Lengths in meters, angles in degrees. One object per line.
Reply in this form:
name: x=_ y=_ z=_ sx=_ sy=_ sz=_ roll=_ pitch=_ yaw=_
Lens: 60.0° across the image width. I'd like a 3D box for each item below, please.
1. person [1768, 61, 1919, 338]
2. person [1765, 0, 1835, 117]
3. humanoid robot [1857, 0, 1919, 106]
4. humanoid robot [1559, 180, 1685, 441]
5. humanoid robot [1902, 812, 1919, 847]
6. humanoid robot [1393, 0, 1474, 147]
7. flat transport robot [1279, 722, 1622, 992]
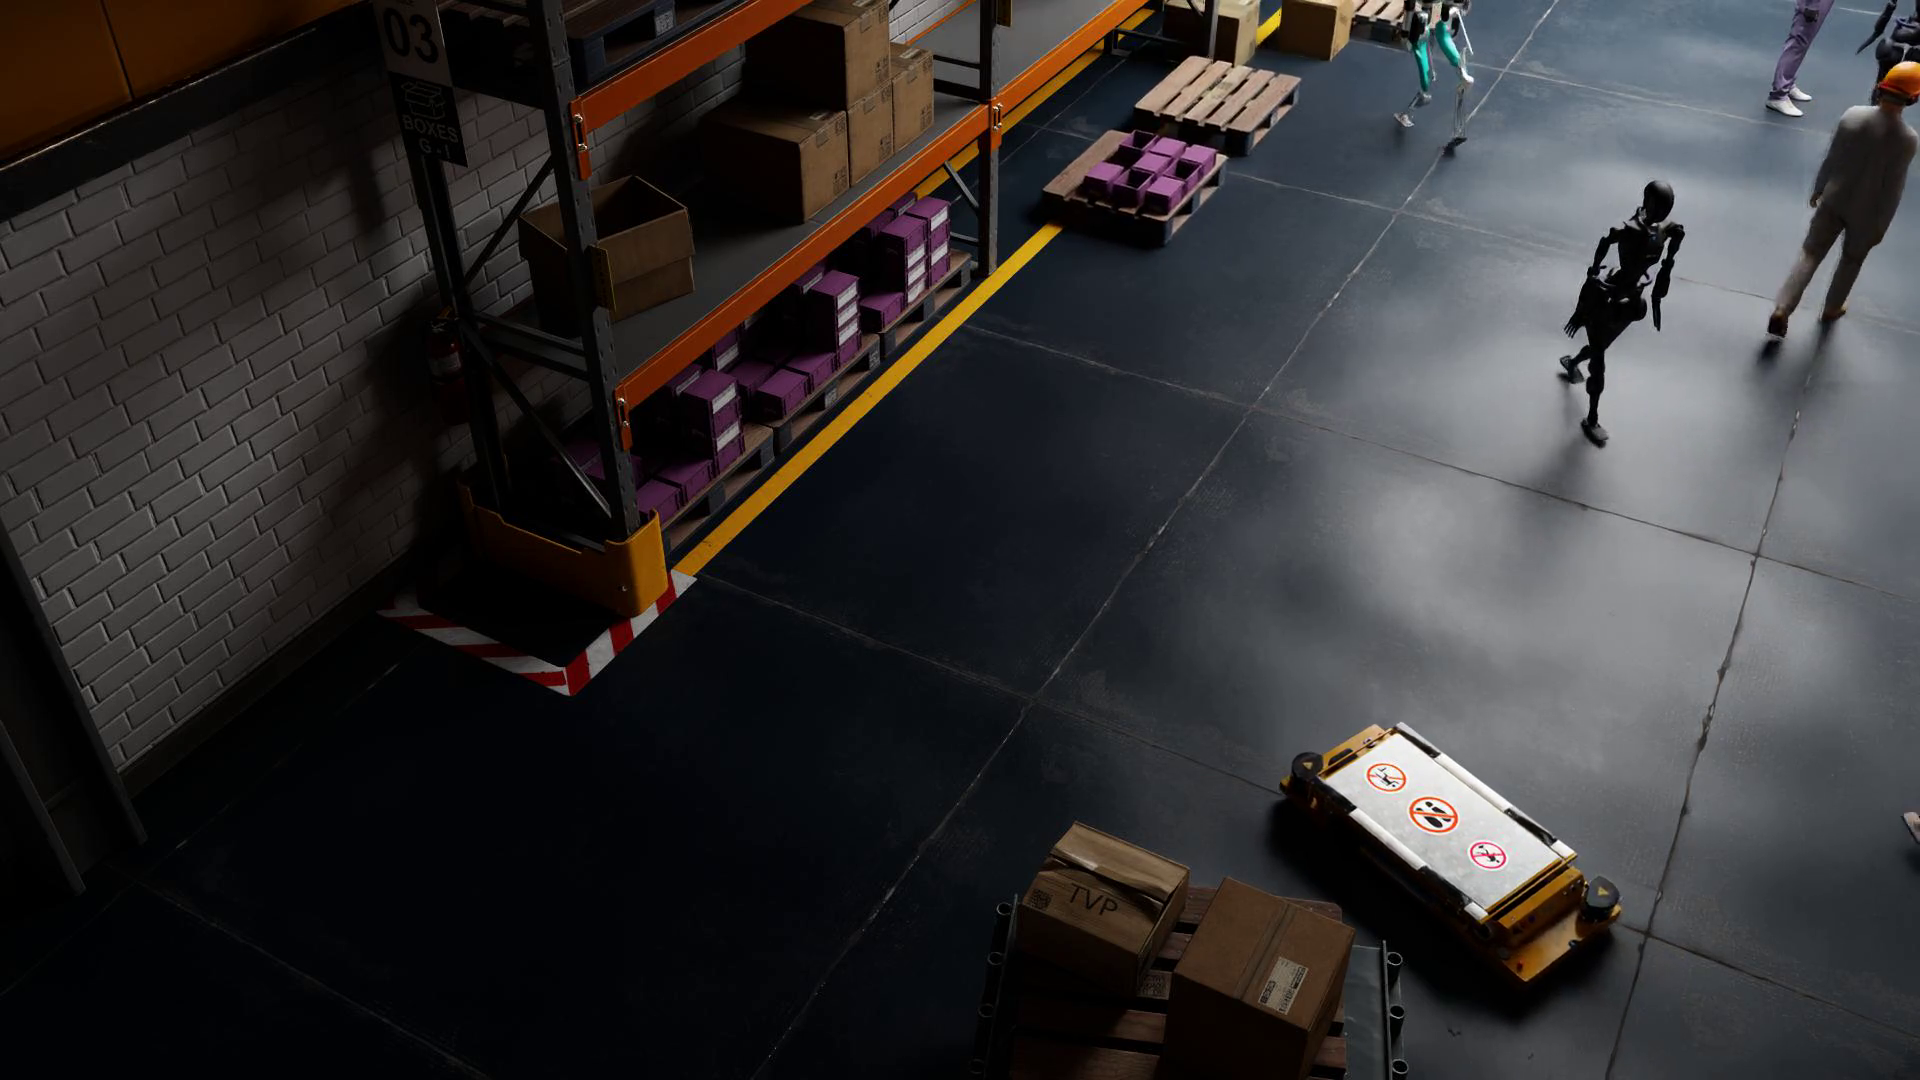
person: x=5.681 y=-2.147 z=10.628 sx=0.845 sy=1.865 sz=0.563 roll=-32 pitch=48 yaw=-33
person: x=6.959 y=-4.404 z=13.417 sx=0.406 sy=1.904 sz=0.649 roll=22 pitch=44 yaw=26
humanoid robot: x=7.391 y=-3.881 z=12.982 sx=0.616 sy=1.649 sz=0.613 roll=10 pitch=40 yaw=13
humanoid robot: x=3.924 y=-1.465 z=9.983 sx=0.592 sy=1.623 sz=0.844 roll=-8 pitch=39 yaw=-10
humanoid robot: x=4.432 y=1.011 z=6.814 sx=0.567 sy=1.727 sz=1.028 roll=-6 pitch=39 yaw=-7
humanoid robot: x=3.804 y=-3.894 z=12.938 sx=0.531 sy=1.776 sz=0.994 roll=-12 pitch=40 yaw=-15
flat transport robot: x=2.192 y=1.361 z=7.518 sx=0.659 sy=0.231 sz=1.431 roll=-25 pitch=45 yaw=-28
